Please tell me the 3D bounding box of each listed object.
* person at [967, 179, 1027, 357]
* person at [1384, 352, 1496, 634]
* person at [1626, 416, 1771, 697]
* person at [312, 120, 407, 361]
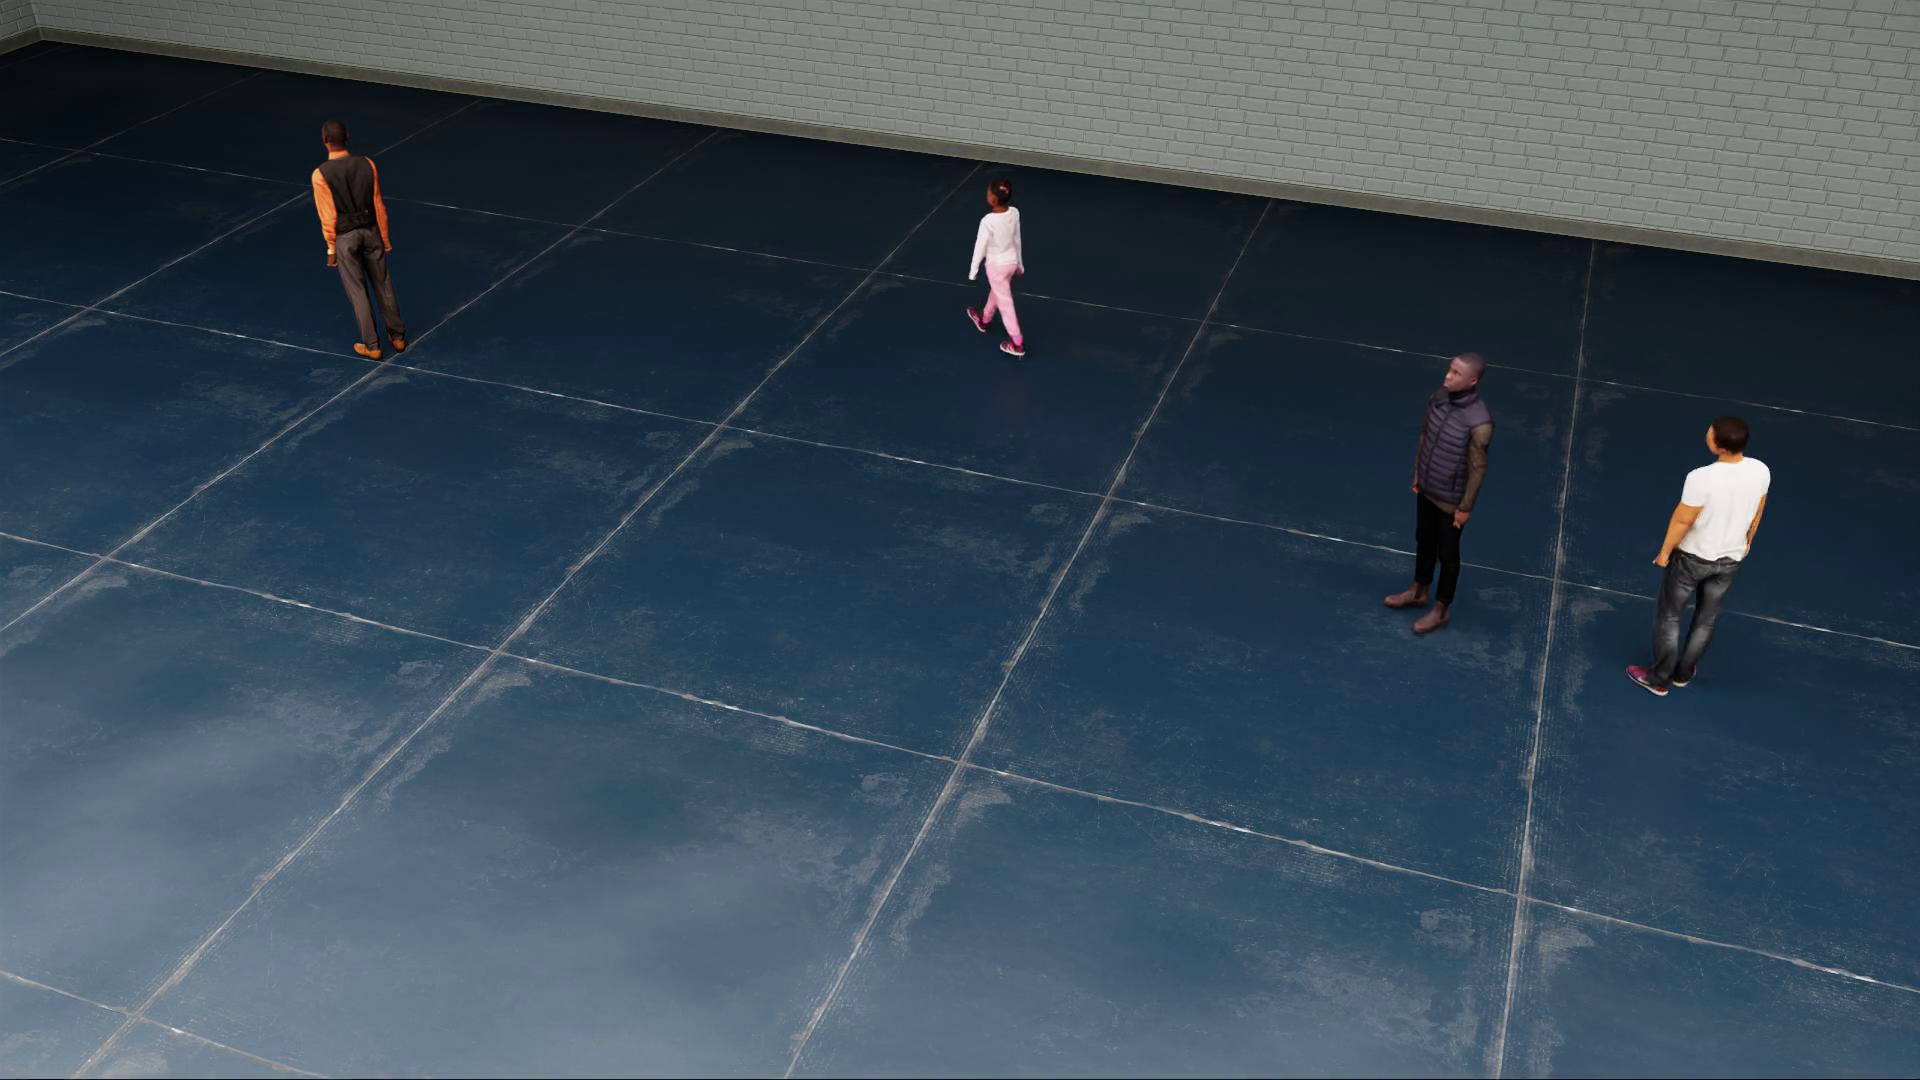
[{"bbox_3d":[0.369,-2.129,13.120,1.018,1.402,0.932,-26,41,-34],"label":"person"},{"bbox_3d":[2.897,-0.294,9.901,0.829,1.835,0.751,-12,35,-18],"label":"person"},{"bbox_3d":[4.231,0.082,9.374,0.773,1.781,0.739,6,34,10],"label":"person"},{"bbox_3d":[-4.698,-2.336,12.976,0.724,1.907,0.854,-27,42,-35],"label":"person"}]
